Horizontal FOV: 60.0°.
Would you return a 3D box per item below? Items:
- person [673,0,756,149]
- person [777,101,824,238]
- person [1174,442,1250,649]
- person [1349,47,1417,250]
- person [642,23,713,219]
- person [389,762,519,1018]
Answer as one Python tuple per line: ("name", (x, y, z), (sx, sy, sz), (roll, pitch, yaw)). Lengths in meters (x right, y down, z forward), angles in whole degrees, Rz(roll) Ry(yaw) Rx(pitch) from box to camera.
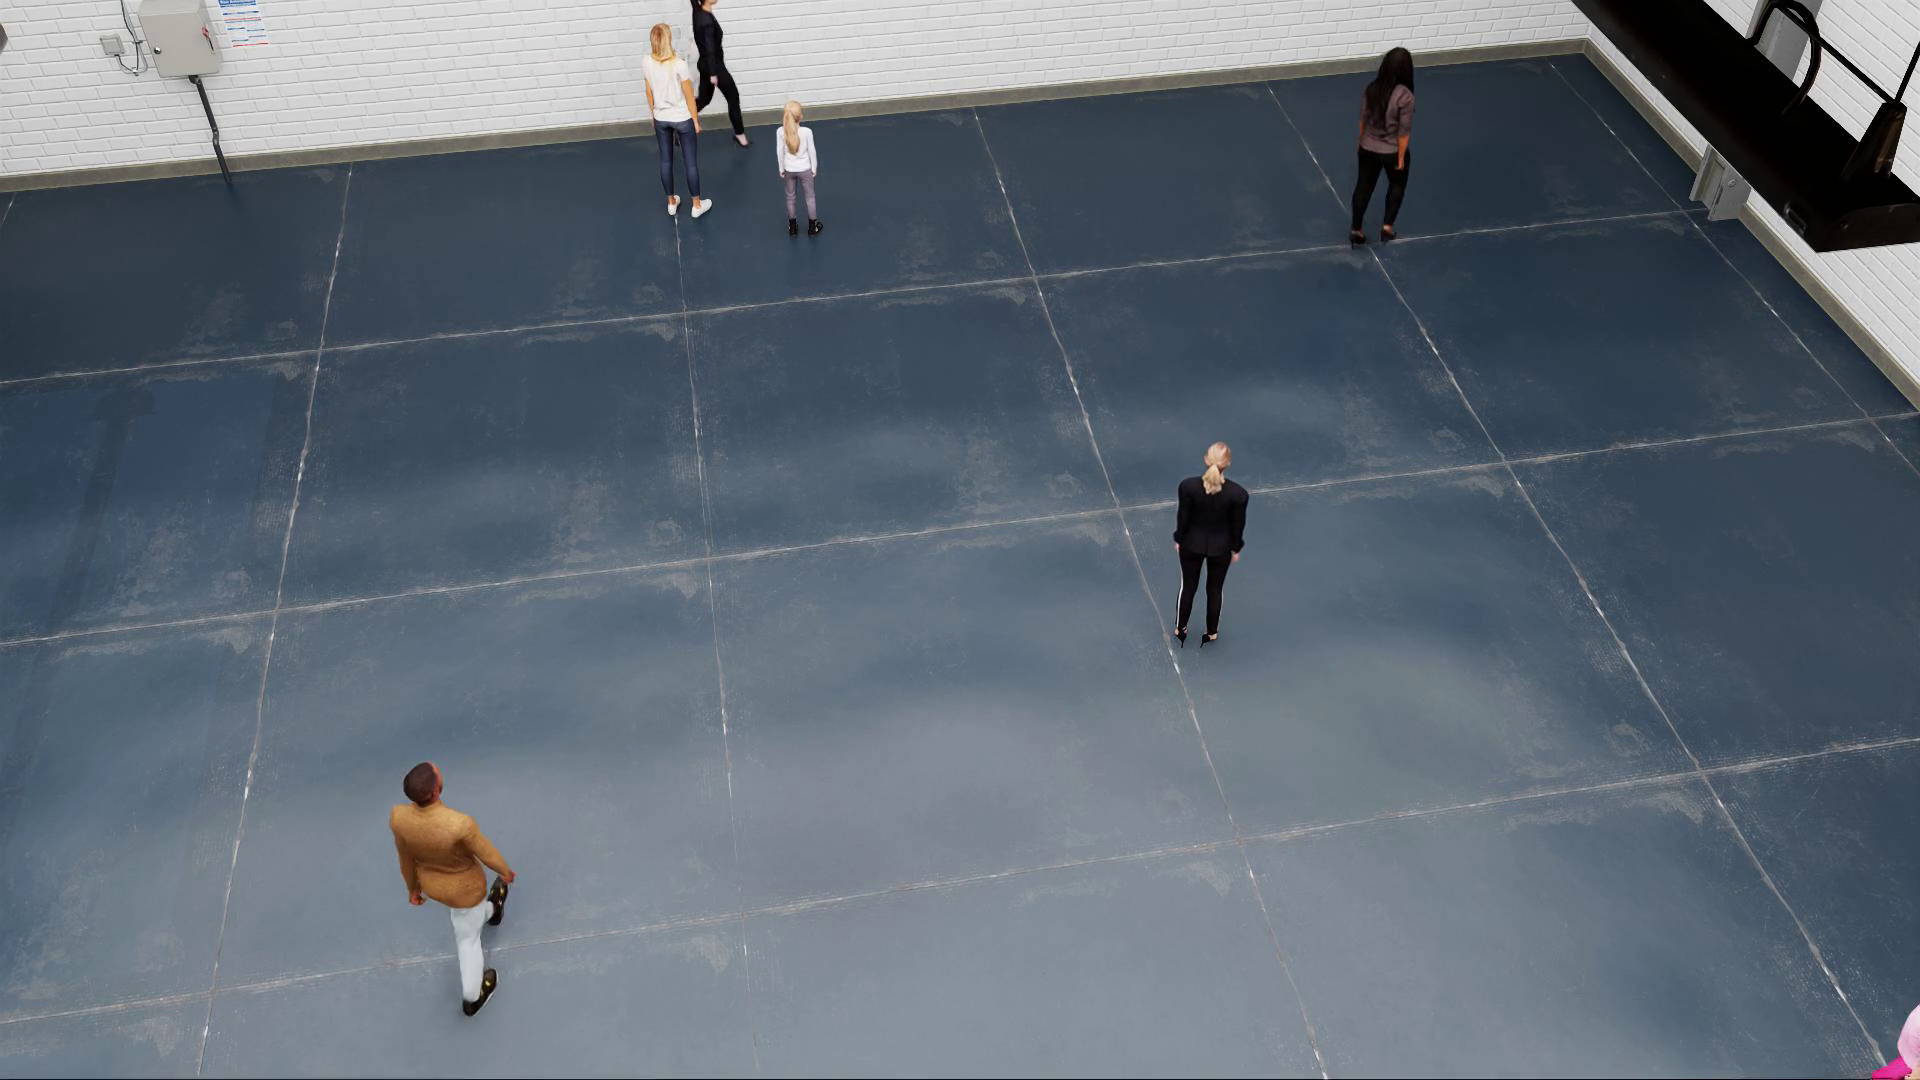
("person", (-2.343, -4.284, 15.213), (0.763, 1.683, 1.021), (-14, 45, -14))
("person", (-1.406, -3.204, 14.372), (0.542, 1.279, 0.565), (5, 44, 5))
("person", (1.576, 0.052, 10.643), (0.682, 1.707, 0.671), (9, 44, 9))
("person", (3.504, -3.229, 14.000), (0.823, 1.828, 0.892), (32, 52, 29))
("person", (-2.487, -3.636, 14.441), (0.657, 1.809, 0.634), (9, 44, 10))
("person", (-2.676, 1.868, 8.679), (0.926, 1.787, 1.164), (8, 44, 9))
